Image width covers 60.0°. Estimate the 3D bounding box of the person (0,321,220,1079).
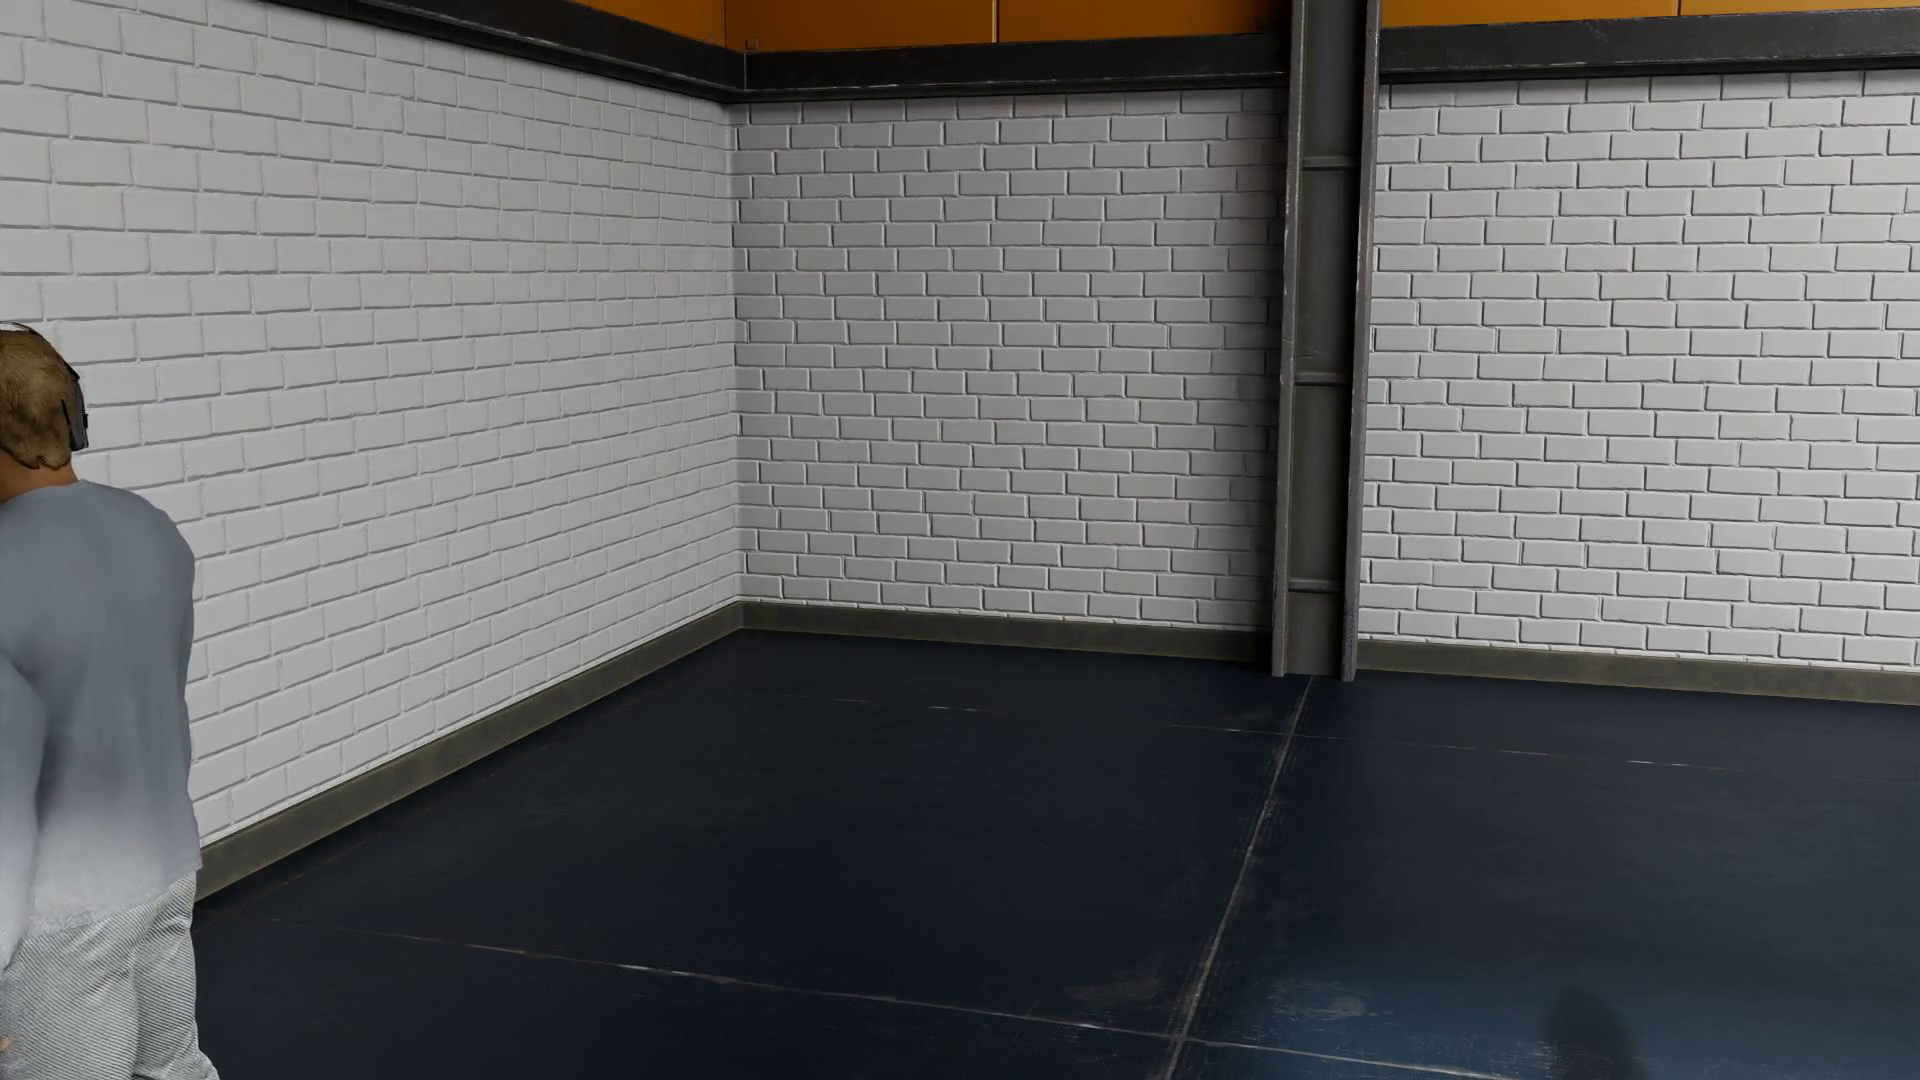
[{"bbox_3d":[-1.473,0.612,2.763,0.377,1.937,0.629,1,9,3],"label":"person"}]
